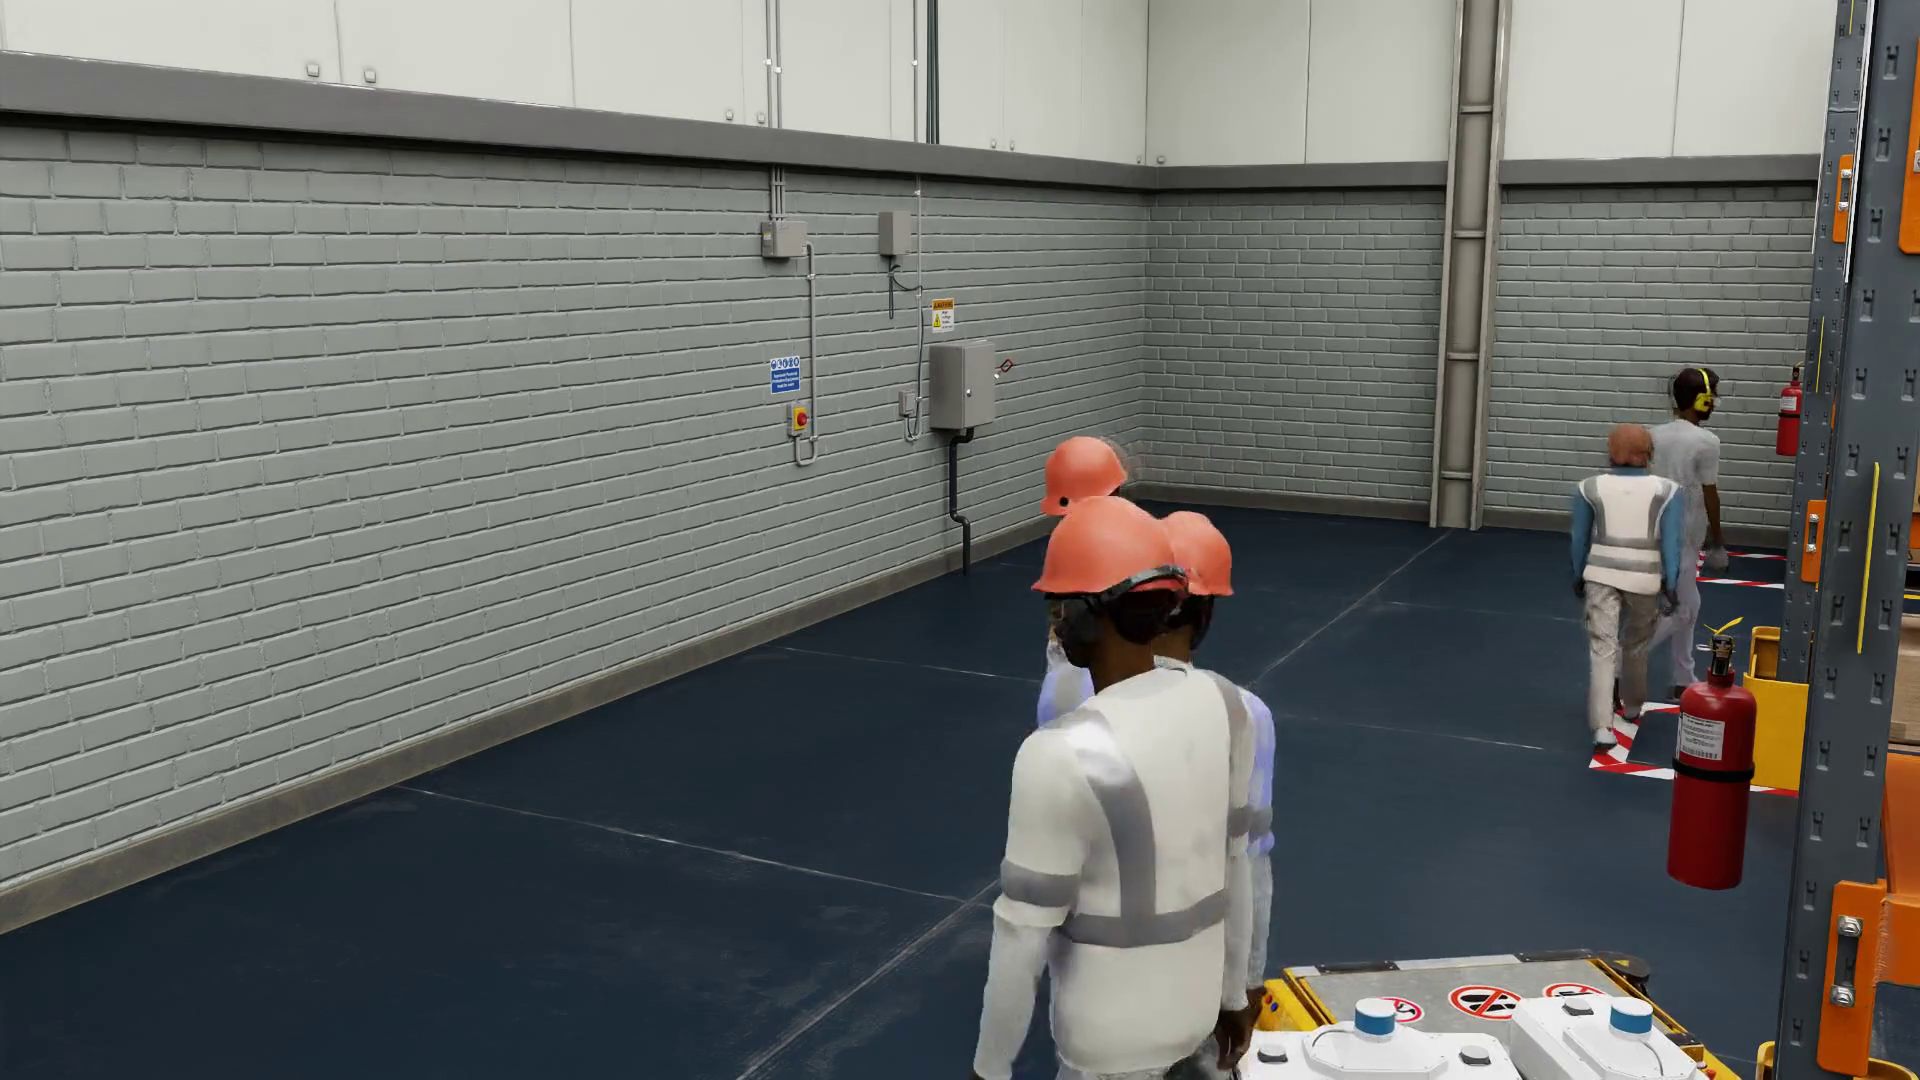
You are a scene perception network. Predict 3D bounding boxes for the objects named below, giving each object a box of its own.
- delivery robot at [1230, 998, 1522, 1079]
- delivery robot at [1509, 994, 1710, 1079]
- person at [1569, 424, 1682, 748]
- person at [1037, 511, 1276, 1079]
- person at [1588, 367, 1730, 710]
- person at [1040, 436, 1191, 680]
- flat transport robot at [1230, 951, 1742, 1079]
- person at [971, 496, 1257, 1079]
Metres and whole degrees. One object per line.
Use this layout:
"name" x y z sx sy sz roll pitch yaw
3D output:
"delivery robot" 1.057 1.424 4.278 0.707 0.478 0.477 0 10 1
"delivery robot" 1.715 1.423 4.283 0.477 0.478 0.707 -1 10 -8
"person" 3.316 0.212 8.318 0.524 1.585 0.900 5 11 24
"person" 0.439 0.891 3.777 0.550 1.923 0.441 5 11 25
"person" 3.743 0.002 8.808 0.822 1.837 0.493 -2 11 -10
"person" 0.466 0.608 5.336 0.671 1.887 0.573 -6 12 -30
"flat transport robot" 1.504 1.482 4.981 1.431 0.197 0.652 -1 11 -8
"person" 0.253 0.913 3.322 0.712 2.010 0.622 9 14 40
